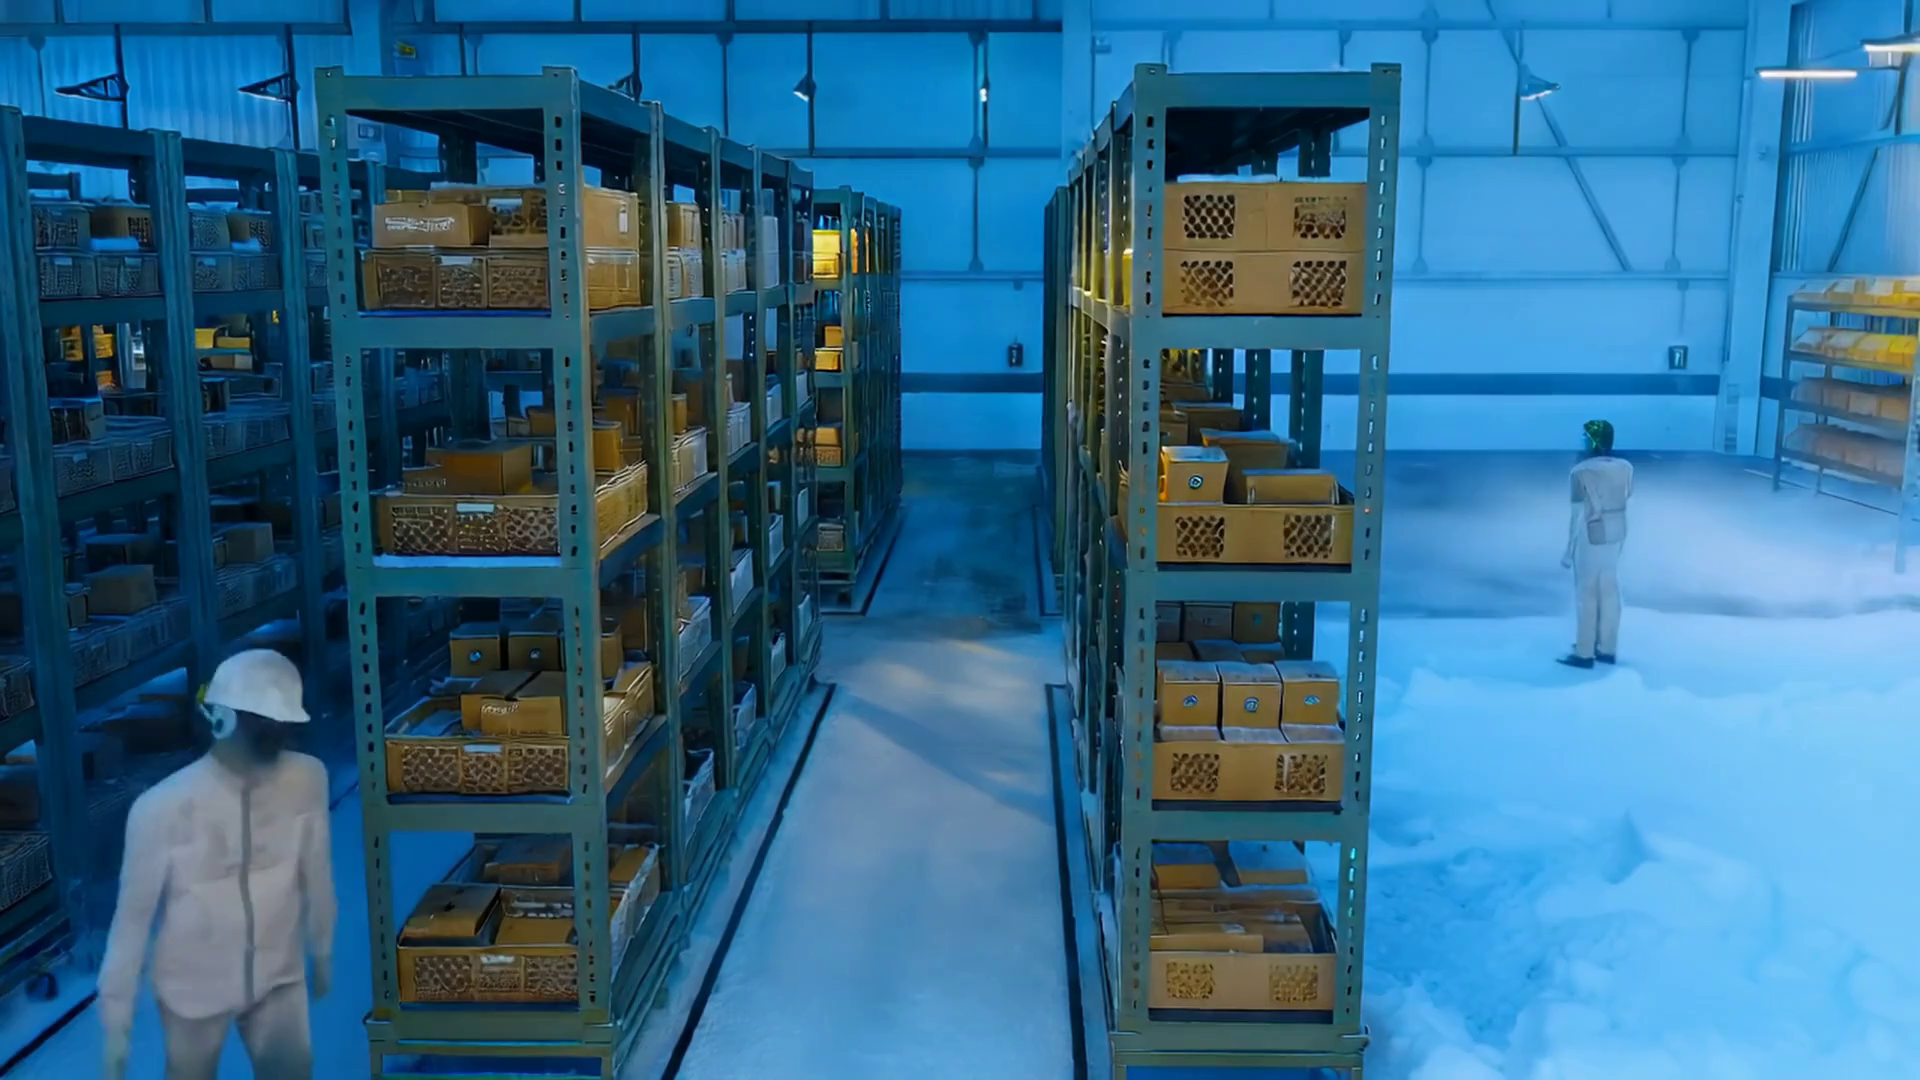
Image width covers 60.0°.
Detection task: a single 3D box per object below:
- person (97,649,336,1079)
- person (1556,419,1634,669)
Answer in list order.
[{"bbox_3d":[-2.100,1.274,4.769,1.052,1.924,0.743,9,13,41],"label":"person"},{"bbox_3d":[4.692,0.032,12.255,0.563,1.847,0.392,-4,11,-24],"label":"person"}]
